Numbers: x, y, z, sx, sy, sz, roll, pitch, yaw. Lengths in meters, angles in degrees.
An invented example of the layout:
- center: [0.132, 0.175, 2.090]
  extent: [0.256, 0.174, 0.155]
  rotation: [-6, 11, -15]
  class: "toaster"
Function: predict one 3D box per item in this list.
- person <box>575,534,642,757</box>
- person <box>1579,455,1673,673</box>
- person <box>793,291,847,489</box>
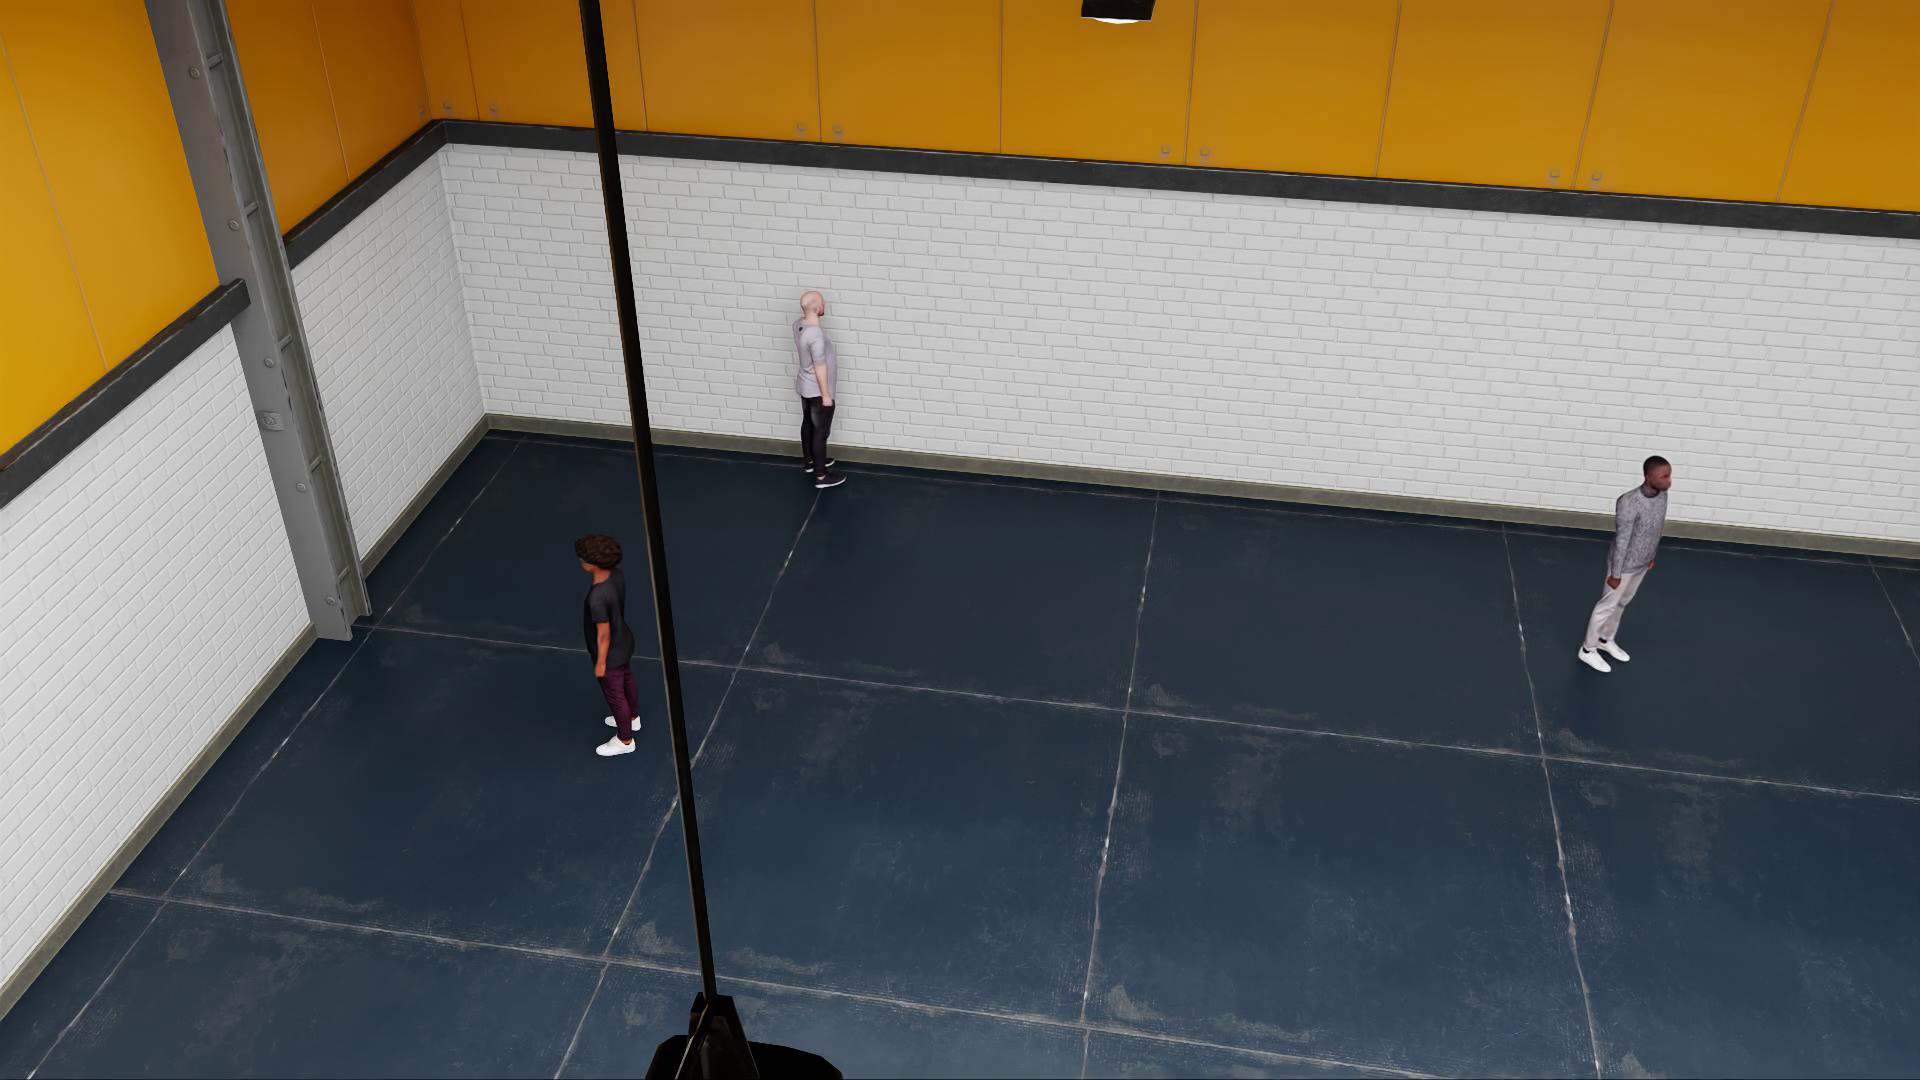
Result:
- center: [-2.444, 0.710, 11.627]
  extent: [0.707, 1.783, 0.559]
  rotation: [1, 34, 1]
  class: "person"
- center: [4.990, 0.143, 12.433]
  extent: [0.718, 1.835, 0.798]
  rotation: [-24, 40, -31]
  class: "person"
- center: [-1.270, -1.351, 14.680]
  extent: [0.818, 1.837, 0.719]
  rotation: [-14, 36, -20]
  class: "person"
